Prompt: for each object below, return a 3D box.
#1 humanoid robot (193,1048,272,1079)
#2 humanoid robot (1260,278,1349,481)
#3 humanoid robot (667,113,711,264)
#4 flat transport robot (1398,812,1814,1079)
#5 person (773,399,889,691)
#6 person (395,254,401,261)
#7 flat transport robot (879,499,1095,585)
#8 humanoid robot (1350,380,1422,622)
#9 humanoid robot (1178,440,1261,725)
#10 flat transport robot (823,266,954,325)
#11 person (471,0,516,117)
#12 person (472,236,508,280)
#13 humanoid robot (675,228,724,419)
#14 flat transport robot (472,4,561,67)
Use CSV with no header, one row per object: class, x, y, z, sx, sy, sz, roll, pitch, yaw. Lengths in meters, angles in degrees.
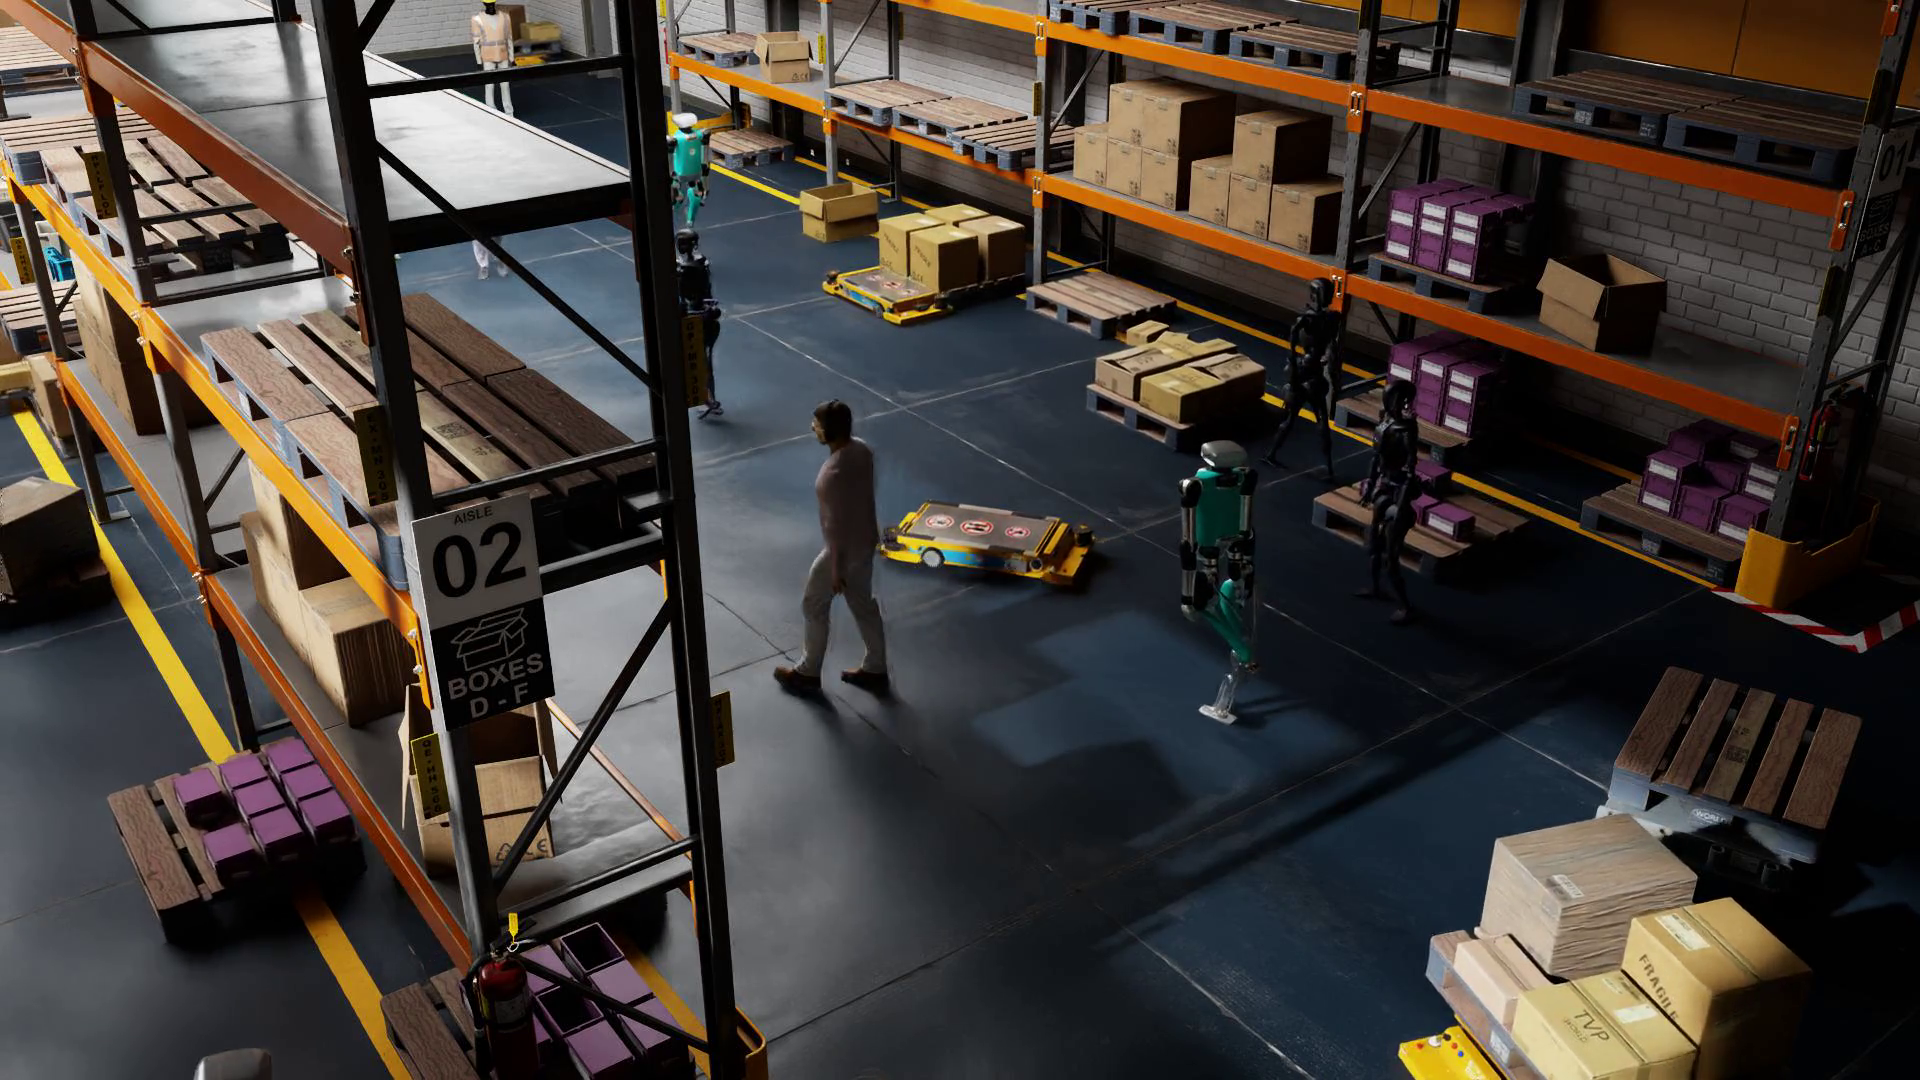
humanoid robot,-2.433,2.292,5.844,0.544,1.758,0.919,-10,29,-20
humanoid robot,2.734,-1.239,12.929,0.600,1.624,0.777,-19,32,-32
humanoid robot,-3.016,-3.696,17.758,0.555,1.798,0.885,-20,33,-35
flat transport robot,2.756,2.309,7.395,1.431,0.231,0.659,-8,28,-15
person,-0.817,0.039,10.084,0.824,1.906,0.657,8,28,15
person,-6.484,-3.972,18.185,0.663,1.796,0.623,19,32,33
flat transport robot,0.201,0.011,11.965,1.431,0.231,0.659,8,28,16
humanoid robot,2.873,-0.287,10.985,0.390,1.640,0.599,-5,27,-10
humanoid robot,1.616,0.371,9.641,0.563,1.796,0.816,-15,30,-28
flat transport robot,-0.747,-2.522,17.003,0.659,0.231,1.431,-18,32,-32
person,-6.699,-6.962,23.991,0.584,1.927,0.364,-15,30,-27
person,-5.074,-3.670,17.440,0.520,1.928,0.493,-7,28,-14
humanoid robot,-2.189,-1.825,14.049,0.365,1.641,0.610,8,28,16
flat transport robot,-7.497,-8.194,28.286,0.659,0.231,1.431,-16,31,-28
